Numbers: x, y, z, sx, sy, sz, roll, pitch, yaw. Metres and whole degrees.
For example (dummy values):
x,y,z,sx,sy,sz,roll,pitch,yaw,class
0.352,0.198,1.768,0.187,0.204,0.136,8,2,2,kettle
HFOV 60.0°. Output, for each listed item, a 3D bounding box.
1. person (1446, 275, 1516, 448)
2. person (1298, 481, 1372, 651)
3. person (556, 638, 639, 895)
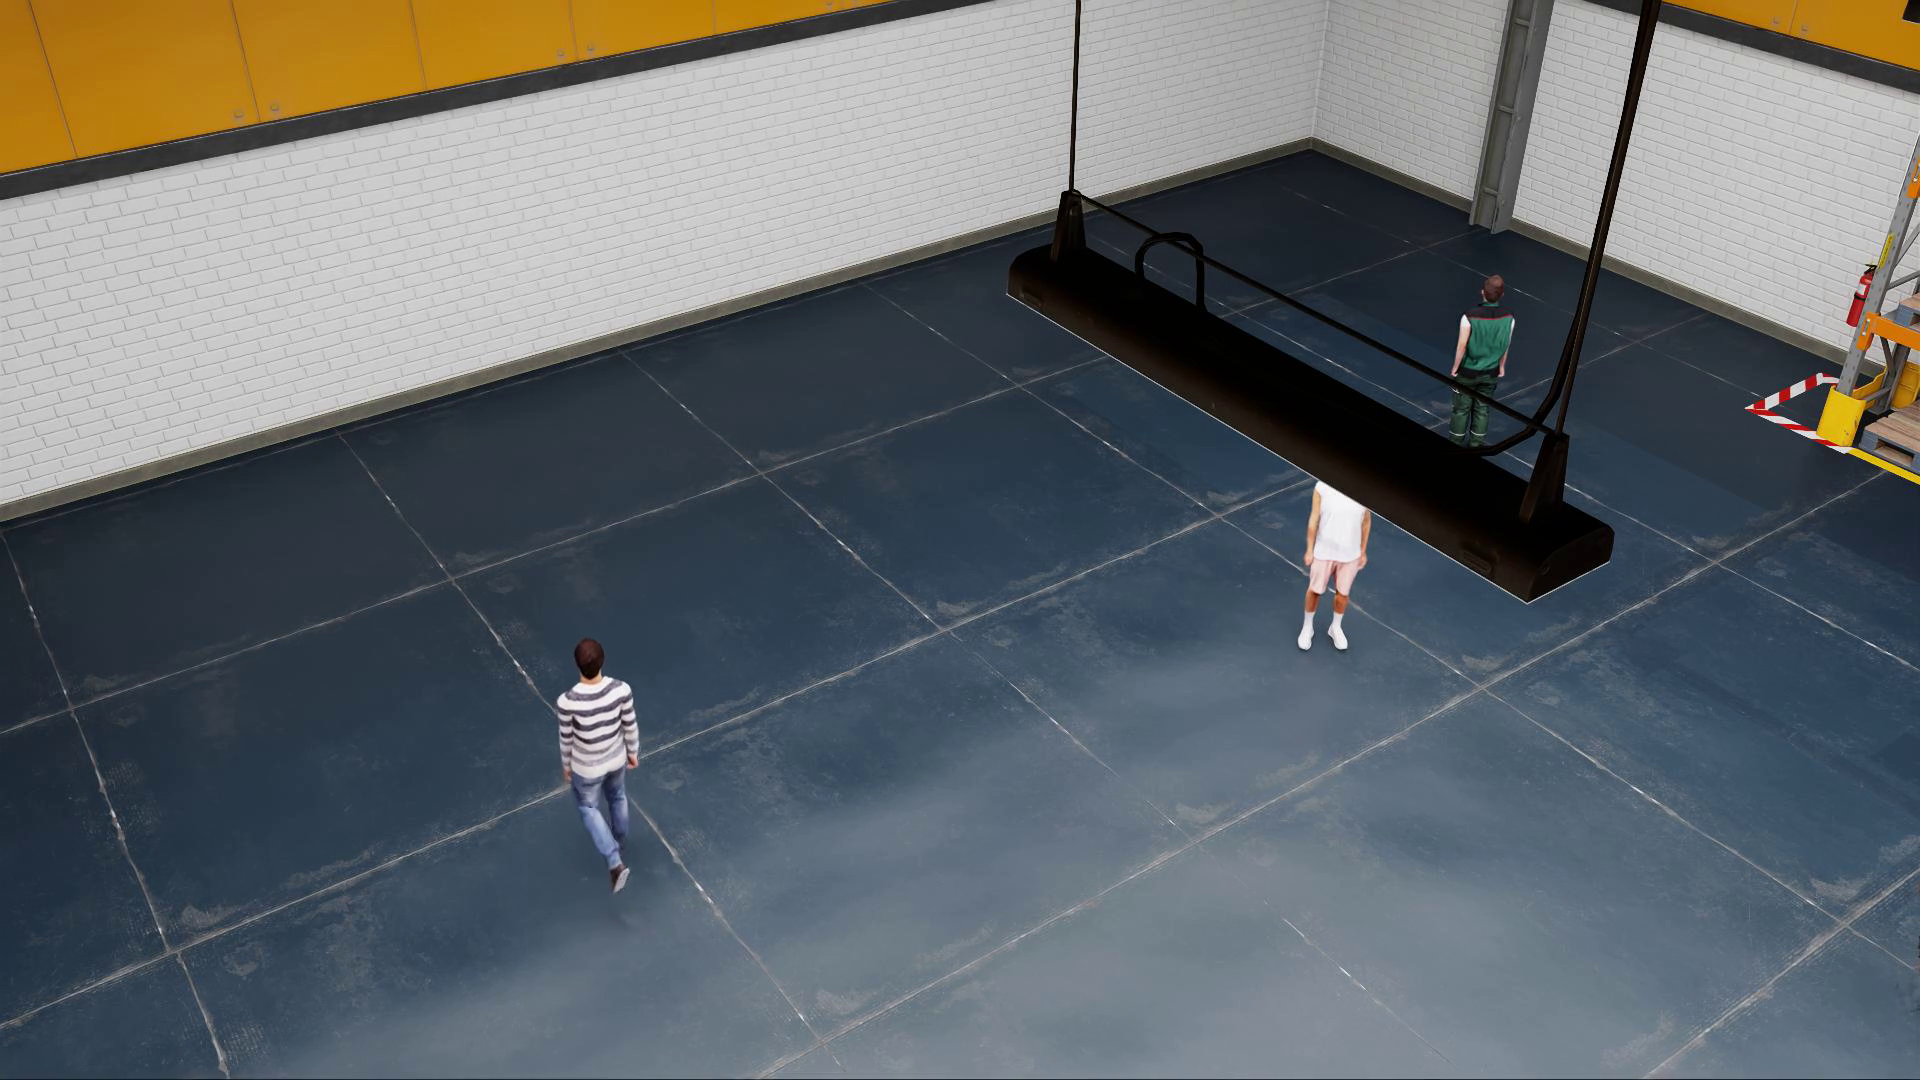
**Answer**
x,y,z,sx,sy,sz,roll,pitch,yaw,class
4.776,-1.597,15.331,0.749,1.843,0.774,-1,34,-1,person
2.930,0.048,12.905,0.738,1.789,0.780,3,34,4,person
-2.303,1.471,10.727,0.707,1.830,1.006,-17,37,-24,person
